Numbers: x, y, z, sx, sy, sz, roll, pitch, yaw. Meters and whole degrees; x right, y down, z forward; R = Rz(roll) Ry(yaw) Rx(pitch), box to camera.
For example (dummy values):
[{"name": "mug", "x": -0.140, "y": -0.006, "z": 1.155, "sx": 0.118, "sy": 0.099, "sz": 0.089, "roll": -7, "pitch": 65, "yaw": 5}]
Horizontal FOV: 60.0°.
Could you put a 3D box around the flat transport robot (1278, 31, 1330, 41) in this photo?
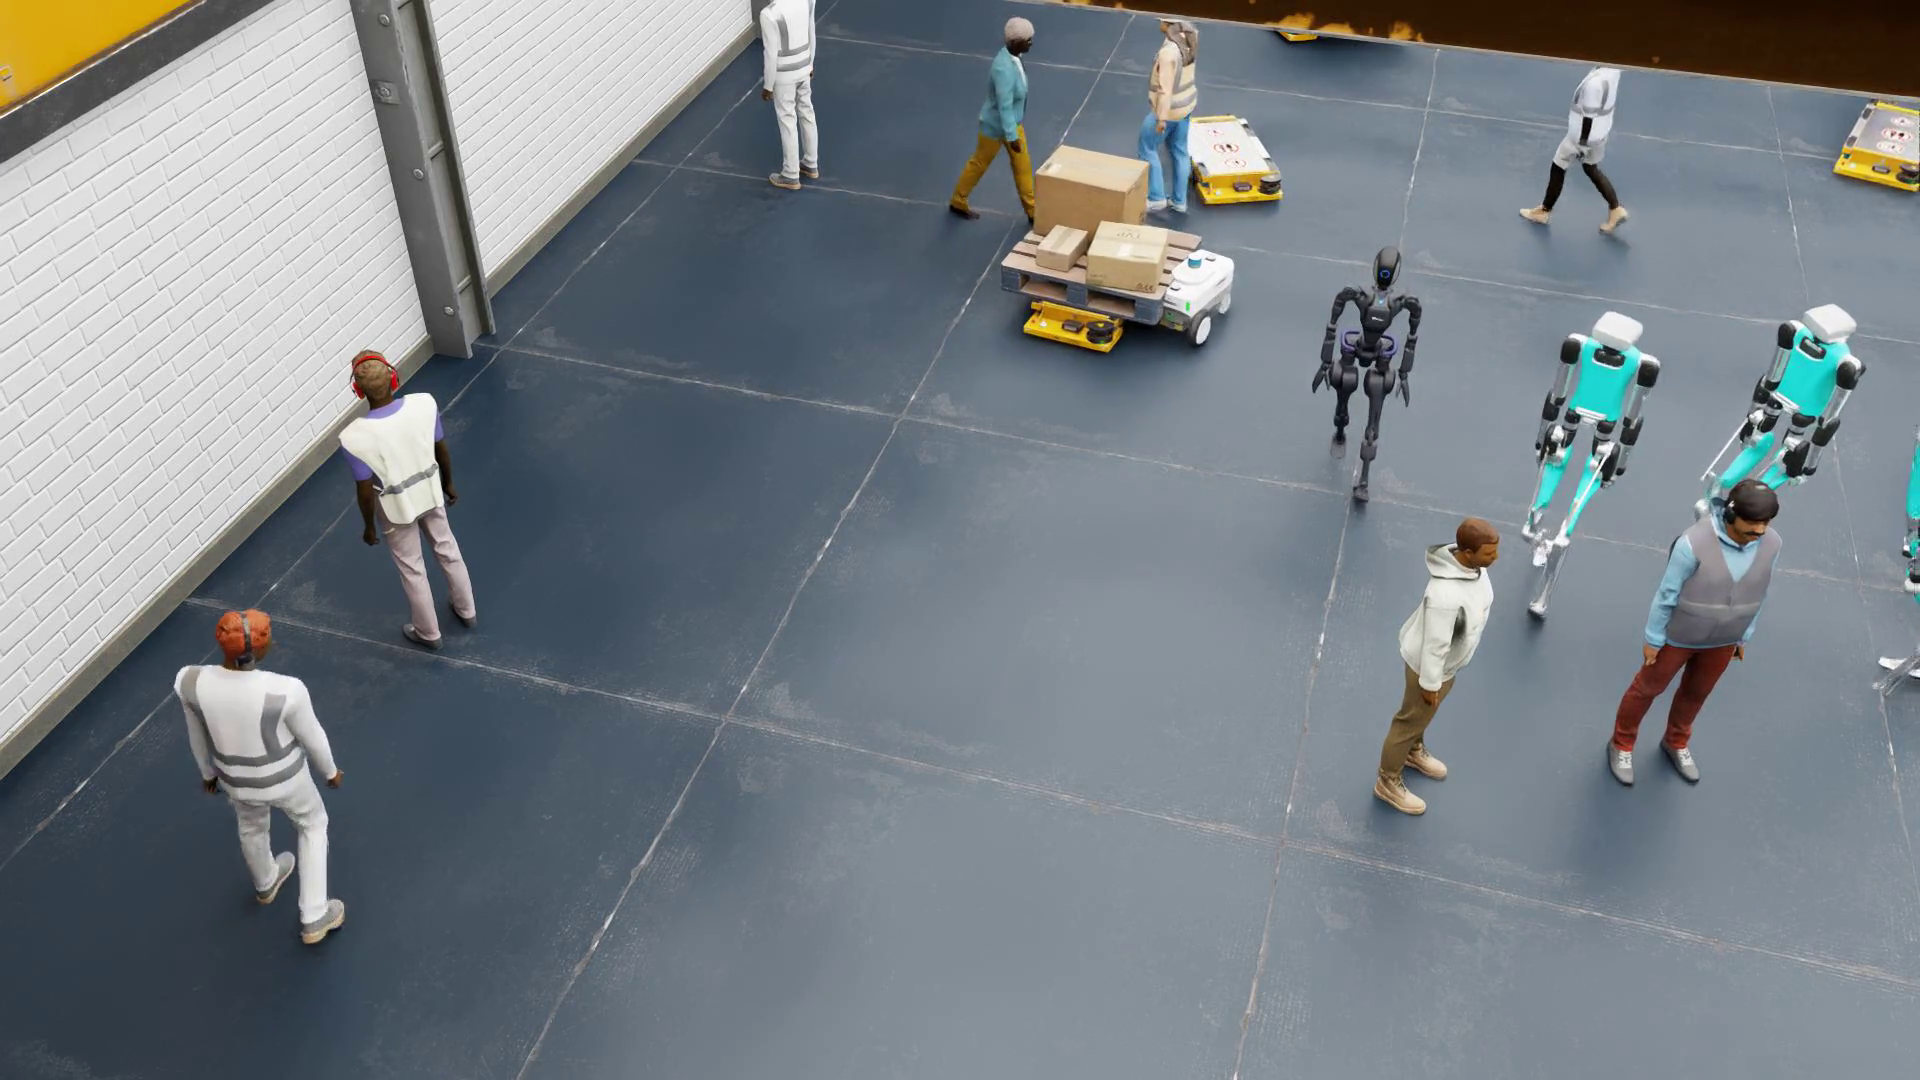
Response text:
[{"name": "flat transport robot", "x": 3.777, "y": -5.227, "z": 16.506, "sx": 1.431, "sy": 0.231, "sz": 0.659, "roll": -11, "pitch": 40, "yaw": -14}]

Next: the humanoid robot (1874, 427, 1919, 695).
[{"name": "humanoid robot", "x": 5.204, "y": 0.097, "z": 8.712, "sx": 0.771, "sy": 1.776, "sz": 0.537, "roll": 15, "pitch": 41, "yaw": 18}]

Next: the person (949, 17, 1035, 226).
[{"name": "person", "x": 0.320, "y": -3.206, "z": 12.853, "sx": 0.919, "sy": 1.693, "sz": 0.549, "roll": 14, "pitch": 41, "yaw": 17}]

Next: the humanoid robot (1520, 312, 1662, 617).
[{"name": "humanoid robot", "x": 3.393, "y": -0.344, "z": 9.283, "sx": 0.548, "sy": 1.777, "sz": 0.958, "roll": 21, "pitch": 43, "yaw": 24}]

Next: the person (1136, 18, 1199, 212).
[{"name": "person", "x": 1.645, "y": -3.394, "z": 13.074, "sx": 0.469, "sy": 1.706, "sz": 0.510, "roll": 24, "pitch": 45, "yaw": 27}]

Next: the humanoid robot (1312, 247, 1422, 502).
[{"name": "humanoid robot", "x": 2.492, "y": -1.057, "z": 10.233, "sx": 0.601, "sy": 1.622, "sz": 0.792, "roll": 7, "pitch": 39, "yaw": 9}]

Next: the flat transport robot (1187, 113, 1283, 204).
[{"name": "flat transport robot", "x": 2.207, "y": -3.247, "z": 14.043, "sx": 0.659, "sy": 0.231, "sz": 1.431, "roll": -5, "pitch": 39, "yaw": -7}]

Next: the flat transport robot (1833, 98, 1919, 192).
[{"name": "flat transport robot", "x": 7.987, "y": -3.399, "z": 14.232, "sx": 0.659, "sy": 0.231, "sz": 1.431, "roll": 23, "pitch": 44, "yaw": 25}]

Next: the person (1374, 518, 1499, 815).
[{"name": "person", "x": 2.307, "y": 0.578, "z": 8.098, "sx": 0.373, "sy": 1.759, "sz": 0.516, "roll": 20, "pitch": 43, "yaw": 23}]

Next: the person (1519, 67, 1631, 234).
[{"name": "person", "x": 4.884, "y": -3.137, "z": 12.783, "sx": 0.772, "sy": 1.671, "sz": 0.528, "roll": 27, "pitch": 46, "yaw": 30}]

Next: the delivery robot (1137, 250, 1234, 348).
[{"name": "delivery robot", "x": 1.660, "y": -1.773, "z": 11.991, "sx": 0.499, "sy": 0.606, "sz": 0.807, "roll": 24, "pitch": 45, "yaw": 27}]

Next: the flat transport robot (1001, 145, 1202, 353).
[{"name": "flat transport robot", "x": 1.049, "y": -1.866, "z": 12.325, "sx": 0.659, "sy": 0.231, "sz": 1.431, "roll": 16, "pitch": 42, "yaw": 19}]

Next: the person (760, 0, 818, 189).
[{"name": "person", "x": -1.378, "y": -3.751, "z": 13.380, "sx": 0.357, "sy": 1.887, "sz": 0.572, "roll": 26, "pitch": 45, "yaw": 28}]

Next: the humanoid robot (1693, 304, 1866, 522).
[{"name": "humanoid robot", "x": 4.513, "y": -0.492, "z": 9.423, "sx": 0.642, "sy": 1.770, "sz": 0.545, "roll": -16, "pitch": 41, "yaw": -19}]

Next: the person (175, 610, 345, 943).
[{"name": "person", "x": -3.106, "y": 1.062, "z": 7.436, "sx": 0.628, "sy": 1.838, "sz": 0.555, "roll": 1, "pitch": 39, "yaw": 1}]

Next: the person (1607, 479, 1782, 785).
[{"name": "person", "x": 3.617, "y": 0.441, "z": 8.180, "sx": 0.539, "sy": 1.872, "sz": 0.414, "roll": -3, "pitch": 39, "yaw": -3}]

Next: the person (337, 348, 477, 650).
[{"name": "person", "x": -2.965, "y": -0.189, "z": 8.983, "sx": 0.373, "sy": 1.840, "sz": 0.568, "roll": 29, "pitch": 47, "yaw": 31}]
